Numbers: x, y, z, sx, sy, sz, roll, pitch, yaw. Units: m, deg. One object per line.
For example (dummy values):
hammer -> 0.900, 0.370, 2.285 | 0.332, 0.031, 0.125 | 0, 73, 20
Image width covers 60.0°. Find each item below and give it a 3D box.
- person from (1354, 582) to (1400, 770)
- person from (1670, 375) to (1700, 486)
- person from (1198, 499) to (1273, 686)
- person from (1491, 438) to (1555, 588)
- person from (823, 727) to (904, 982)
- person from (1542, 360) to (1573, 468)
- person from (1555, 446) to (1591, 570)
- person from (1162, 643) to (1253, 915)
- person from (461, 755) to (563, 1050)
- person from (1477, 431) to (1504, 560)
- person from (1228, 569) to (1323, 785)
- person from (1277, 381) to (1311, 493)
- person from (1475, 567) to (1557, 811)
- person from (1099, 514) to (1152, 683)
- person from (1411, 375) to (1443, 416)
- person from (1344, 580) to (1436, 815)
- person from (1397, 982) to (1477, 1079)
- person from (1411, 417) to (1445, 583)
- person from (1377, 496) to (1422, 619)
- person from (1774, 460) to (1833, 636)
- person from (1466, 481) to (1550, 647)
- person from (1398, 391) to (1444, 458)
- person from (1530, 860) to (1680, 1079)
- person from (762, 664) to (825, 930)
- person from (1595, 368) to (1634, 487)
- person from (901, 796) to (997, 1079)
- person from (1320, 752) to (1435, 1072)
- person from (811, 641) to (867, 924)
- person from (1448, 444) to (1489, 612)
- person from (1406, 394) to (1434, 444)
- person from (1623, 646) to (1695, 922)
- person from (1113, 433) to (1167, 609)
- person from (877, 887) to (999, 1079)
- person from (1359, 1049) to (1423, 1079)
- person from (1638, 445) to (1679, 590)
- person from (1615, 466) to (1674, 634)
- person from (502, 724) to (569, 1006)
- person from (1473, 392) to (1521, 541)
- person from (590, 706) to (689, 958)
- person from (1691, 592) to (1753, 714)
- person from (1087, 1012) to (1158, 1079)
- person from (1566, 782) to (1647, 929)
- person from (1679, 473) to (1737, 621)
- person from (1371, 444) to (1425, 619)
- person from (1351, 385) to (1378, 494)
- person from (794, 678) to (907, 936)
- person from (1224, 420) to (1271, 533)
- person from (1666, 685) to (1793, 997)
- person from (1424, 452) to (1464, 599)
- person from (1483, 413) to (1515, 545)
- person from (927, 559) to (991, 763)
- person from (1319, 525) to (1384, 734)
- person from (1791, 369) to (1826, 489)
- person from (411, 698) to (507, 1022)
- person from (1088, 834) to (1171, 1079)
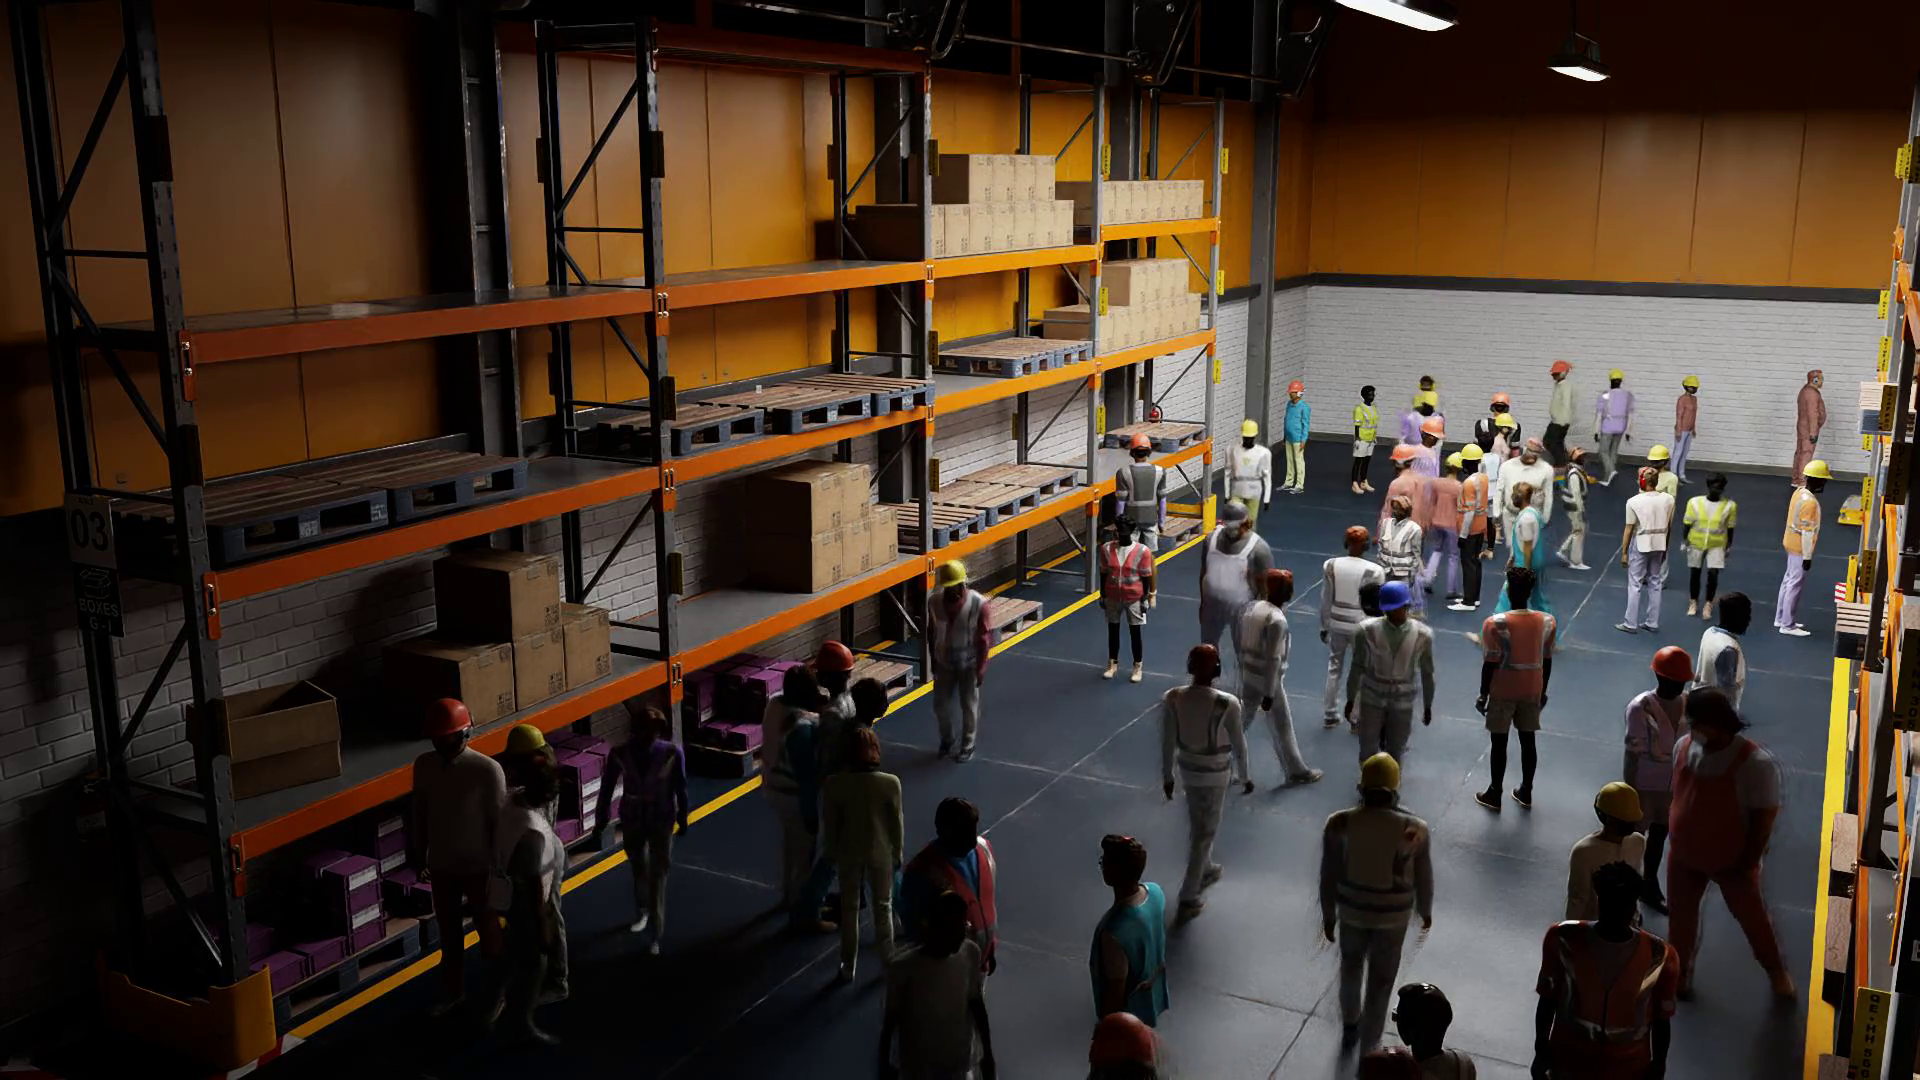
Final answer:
person -> 3.458, 1.162, 13.712 | 0.429, 1.672, 0.559 | -7, 14, -28
person -> 11.603, -1.752, 26.577 | 0.526, 1.768, 0.317 | -11, 17, -40
person -> 2.513, 0.574, 15.538 | 0.764, 2.000, 0.535 | 9, 15, 34
person -> 6.710, -0.299, 19.869 | 0.635, 1.863, 0.705 | 10, 16, 38
person -> -0.593, 1.947, 10.310 | 0.497, 1.633, 0.279 | 0, 13, 2
person -> 9.658, -1.922, 26.843 | 0.429, 1.973, 0.634 | 1, 13, 3
person -> 7.771, -0.404, 20.887 | 0.389, 1.607, 0.550 | 4, 13, 16
person -> 1.671, 1.601, 11.381 | 0.578, 1.851, 0.851 | 10, 16, 38
person -> -2.529, 2.065, 9.402 | 0.630, 1.803, 0.638 | -5, 14, -21
person -> 6.735, -0.558, 21.392 | 0.532, 1.694, 0.319 | -8, 15, -31
person -> 2.472, 1.128, 13.562 | 0.983, 1.833, 0.592 | -3, 13, -14
person -> 5.216, -1.609, 25.960 | 0.327, 1.752, 0.562 | -6, 14, -24
person -> 4.345, 1.167, 13.054 | 0.604, 1.964, 0.367 | -2, 13, -10
person -> 1.618, 0.564, 16.376 | 0.536, 1.691, 0.319 | 5, 14, 23
person -> 7.244, -1.652, 25.924 | 0.554, 1.850, 0.410 | 6, 14, 27
person -> 3.320, 1.236, 12.843 | 0.664, 1.929, 0.445 | 3, 13, 12
person -> 1.842, 2.652, 6.699 | 0.501, 1.841, 0.350 | -10, 16, -38
person -> 5.689, -0.494, 20.338 | 0.392, 2.033, 0.605 | 12, 17, 43
person -> 4.603, 0.340, 17.494 | 0.308, 1.640, 0.511 | -11, 16, -39
person -> 9.155, 0.081, 18.036 | 0.409, 1.918, 0.584 | 3, 13, 15
person -> 5.830, 0.281, 17.415 | 0.946, 1.783, 0.510 | 7, 14, 27
person -> 6.637, -1.233, 24.020 | 0.596, 1.872, 0.937 | -1, 13, -4
person -> 2.928, 2.385, 7.616 | 0.602, 1.958, 0.369 | 5, 13, 21
person -> -1.084, 1.688, 11.054 | 0.443, 1.831, 0.673 | -6, 14, -23
person -> 10.326, -1.755, 26.265 | 0.597, 1.907, 0.651 | -1, 13, -3
person -> -0.021, 2.208, 8.673 | 0.429, 1.843, 0.627 | 11, 16, 40
person -> 2.379, 2.054, 9.429 | 0.598, 1.806, 0.732 | 6, 14, 24
person -> -0.810, 1.616, 11.105 | 0.376, 1.939, 0.547 | 3, 13, 13
person -> 5.810, -0.142, 18.999 | 0.379, 1.925, 0.594 | 8, 15, 32
person -> 6.886, -1.314, 24.727 | 0.508, 1.704, 0.400 | 2, 13, 10
person -> 4.672, 1.622, 11.119 | 0.548, 1.925, 0.422 | -5, 13, -19
person -> 2.048, -0.214, 19.066 | 0.615, 2.038, 0.395 | -3, 13, -12
person -> -0.078, 2.459, 7.622 | 0.499, 1.805, 1.009 | -9, 15, -35
person -> 1.543, 2.752, 6.110 | 0.401, 1.903, 0.688 | -3, 13, -13
person -> 8.340, -0.271, 19.964 | 0.334, 1.760, 0.526 | -6, 14, -27
person -> 7.438, 0.123, 18.026 | 0.563, 1.836, 0.395 | -3, 13, -13
person -> -2.571, 1.949, 10.093 | 0.323, 1.729, 0.489 | -5, 14, -22
person -> 7.261, -0.995, 22.598 | 0.616, 2.030, 0.409 | 2, 13, 9
person -> -2.071, 1.867, 10.723 | 0.597, 1.598, 0.794 | 0, 13, 1
person -> 5.684, 1.315, 12.517 | 0.386, 1.914, 0.621 | 2, 13, 11
person -> 0.653, 2.727, 6.103 | 0.712, 1.966, 0.662 | -10, 16, -38
person -> 3.528, 2.153, 9.089 | 0.532, 1.767, 0.328 | -6, 14, -25
person -> 8.339, 0.074, 18.593 | 0.544, 1.673, 0.599 | 7, 14, 29
person -> 4.910, -0.122, 18.843 | 0.976, 1.946, 0.637 | 11, 17, 41
person -> 6.319, -1.570, 25.916 | 0.542, 1.695, 0.316 | -11, 17, -41
person -> -0.637, 1.754, 10.845 | 0.998, 1.792, 0.513 | -3, 13, -12
person -> 3.608, -0.558, 20.955 | 0.600, 1.882, 0.867 | 3, 13, 14
person -> 4.647, 1.793, 10.080 | 0.850, 2.000, 0.699 | -9, 15, -35
person -> 5.747, -0.167, 19.494 | 0.389, 1.756, 0.567 | -11, 16, -40
person -> 7.278, -0.835, 22.465 | 0.330, 1.769, 0.526 | 6, 14, 24
person -> -0.019, 1.024, 14.072 | 0.598, 1.802, 0.473 | 4, 13, 19
person -> 3.500, 0.794, 14.927 | 0.590, 1.875, 0.358 | 9, 15, 35
person -> 13.357, -1.725, 26.127 | 0.408, 1.913, 0.641 | 3, 13, 11
person -> -2.946, 1.881, 9.790 | 0.623, 1.992, 0.392 | 4, 13, 15
person -> 0.817, 2.324, 8.139 | 0.390, 1.847, 0.563 | 6, 14, 26
